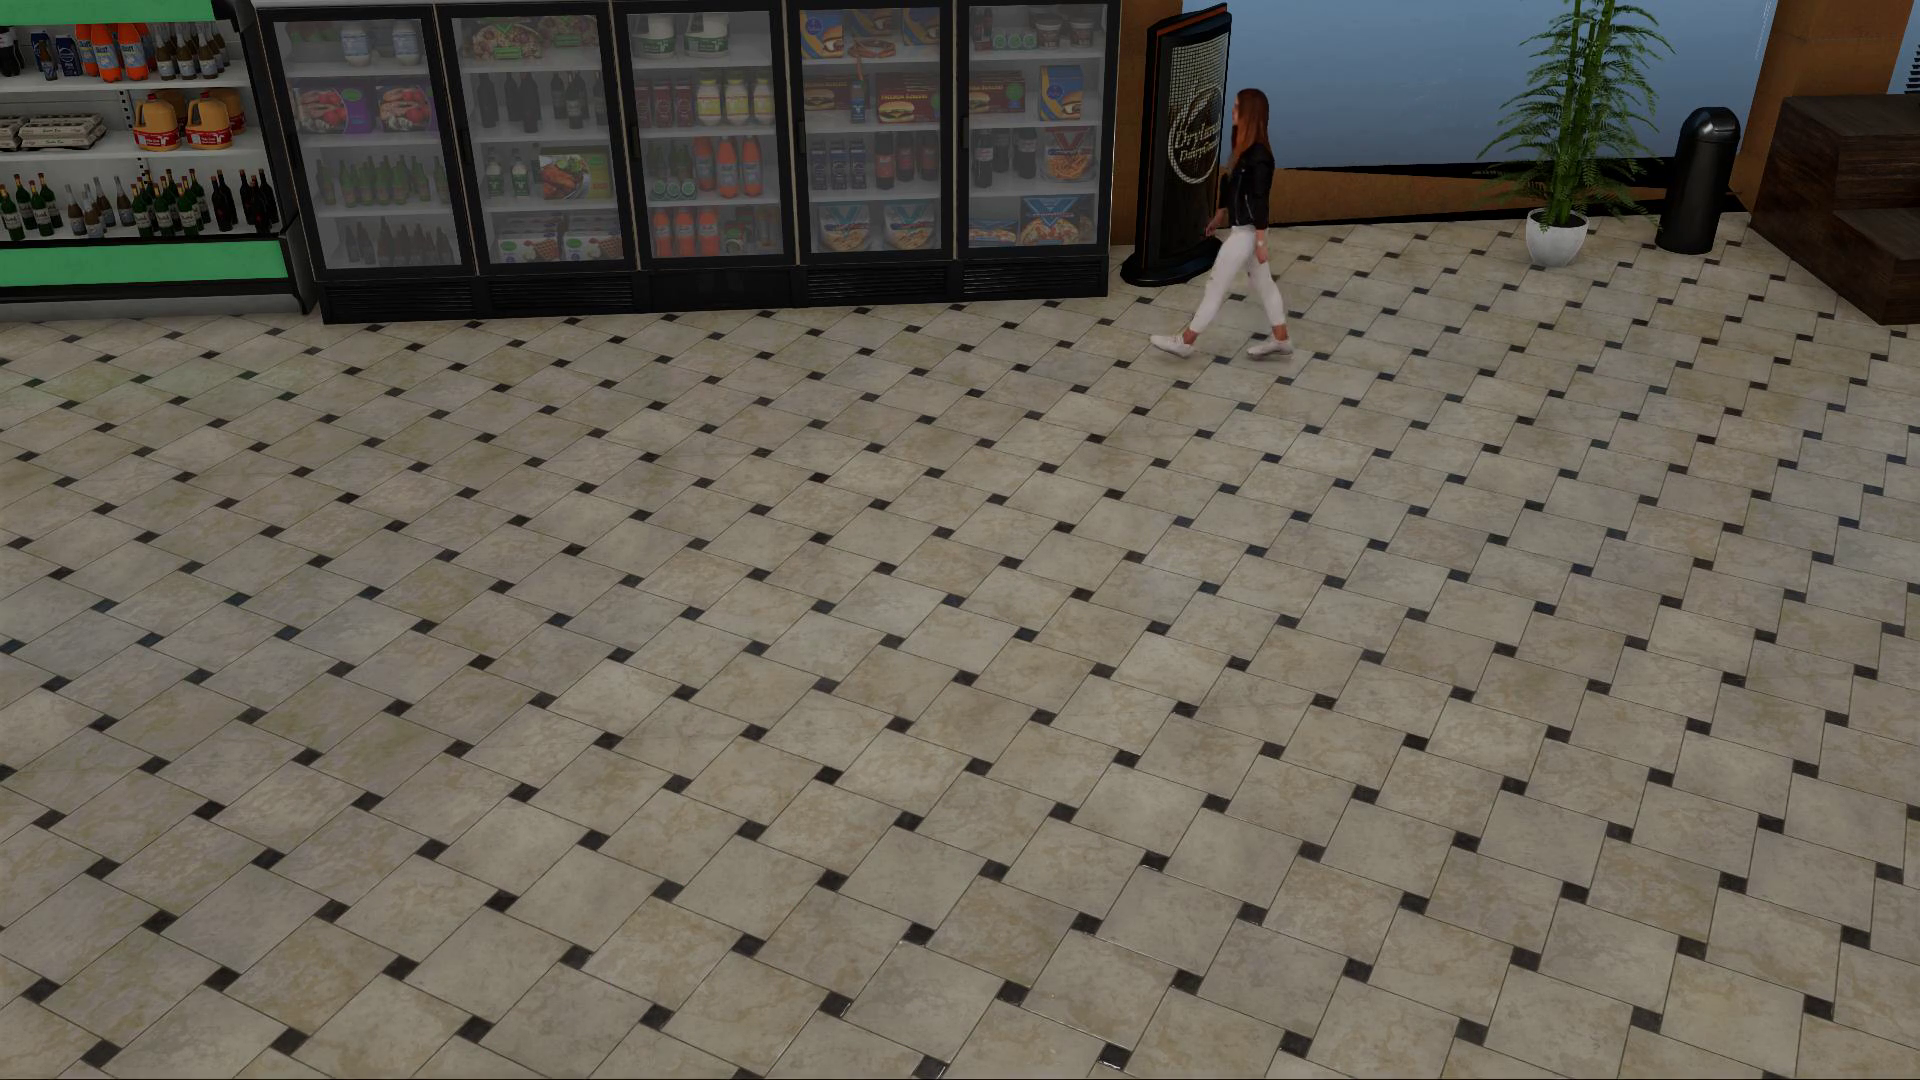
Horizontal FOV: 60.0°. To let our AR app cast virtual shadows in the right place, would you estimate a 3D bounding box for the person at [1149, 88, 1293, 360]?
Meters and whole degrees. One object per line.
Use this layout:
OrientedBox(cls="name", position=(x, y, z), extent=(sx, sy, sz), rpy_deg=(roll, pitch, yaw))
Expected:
OrientedBox(cls="person", position=(1.771, -1.810, 9.814), extent=(1.145, 1.666, 0.723), rpy_deg=(3, 32, 5))
